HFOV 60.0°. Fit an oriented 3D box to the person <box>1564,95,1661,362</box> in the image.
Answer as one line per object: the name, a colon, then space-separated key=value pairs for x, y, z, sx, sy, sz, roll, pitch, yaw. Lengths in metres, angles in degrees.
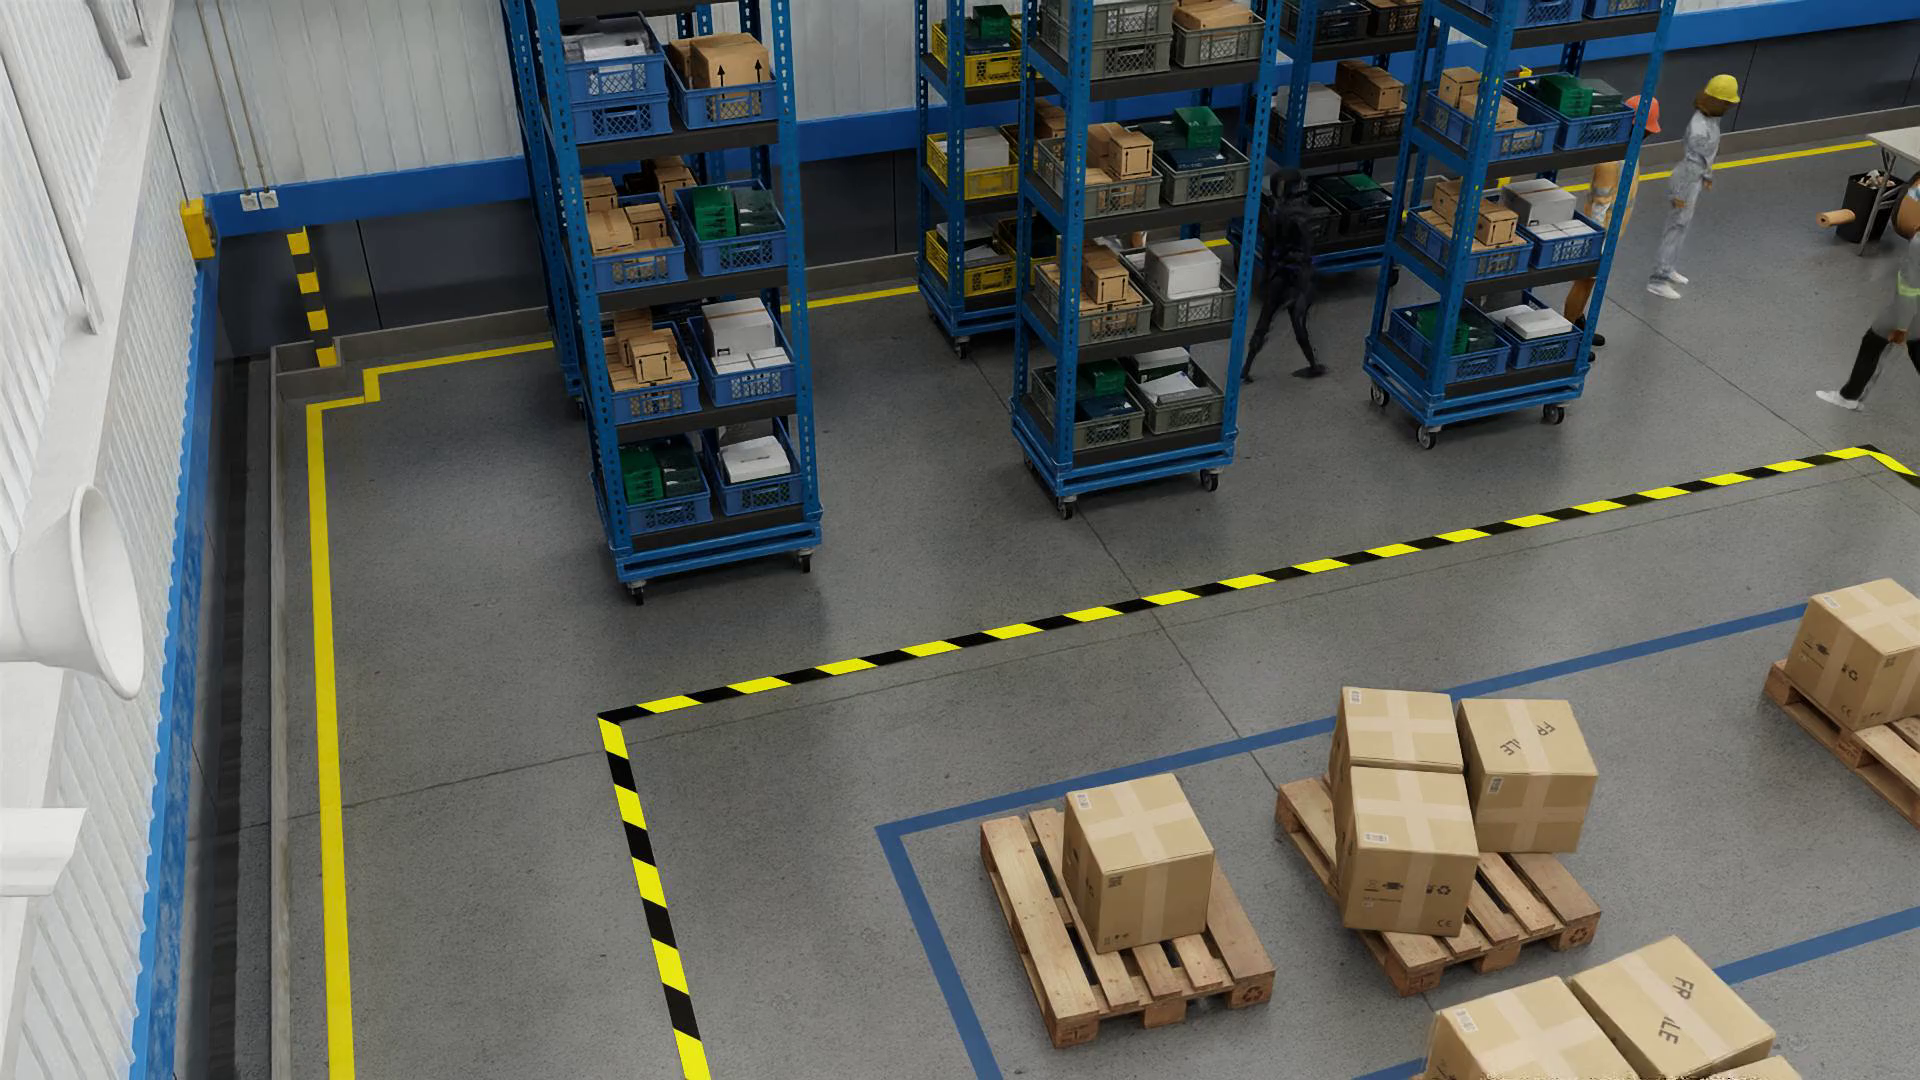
person: x=4.572 y=-2.204 z=11.741 sx=0.364 sy=1.929 sz=0.541 roll=21 pitch=40 yaw=27

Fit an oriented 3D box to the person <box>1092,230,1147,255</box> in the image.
person: x=1.080 y=-1.913 z=11.397 sx=0.390 sy=1.847 sz=0.562 roll=-15 pitch=38 yaw=-20

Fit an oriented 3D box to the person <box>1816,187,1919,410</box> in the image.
person: x=6.311 y=-1.536 z=10.908 sx=0.629 sy=1.816 sz=0.884 roll=-19 pitch=39 yaw=-24

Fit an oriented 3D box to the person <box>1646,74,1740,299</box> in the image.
person: x=5.550 y=-2.691 z=12.600 sx=0.322 sy=1.731 sz=0.513 roll=19 pitch=39 yaw=25

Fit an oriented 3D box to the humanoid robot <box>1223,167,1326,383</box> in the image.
humanoid robot: x=2.246 y=-1.788 z=11.419 sx=0.809 sy=1.620 sz=0.614 roll=-11 pitch=37 yaw=-15
